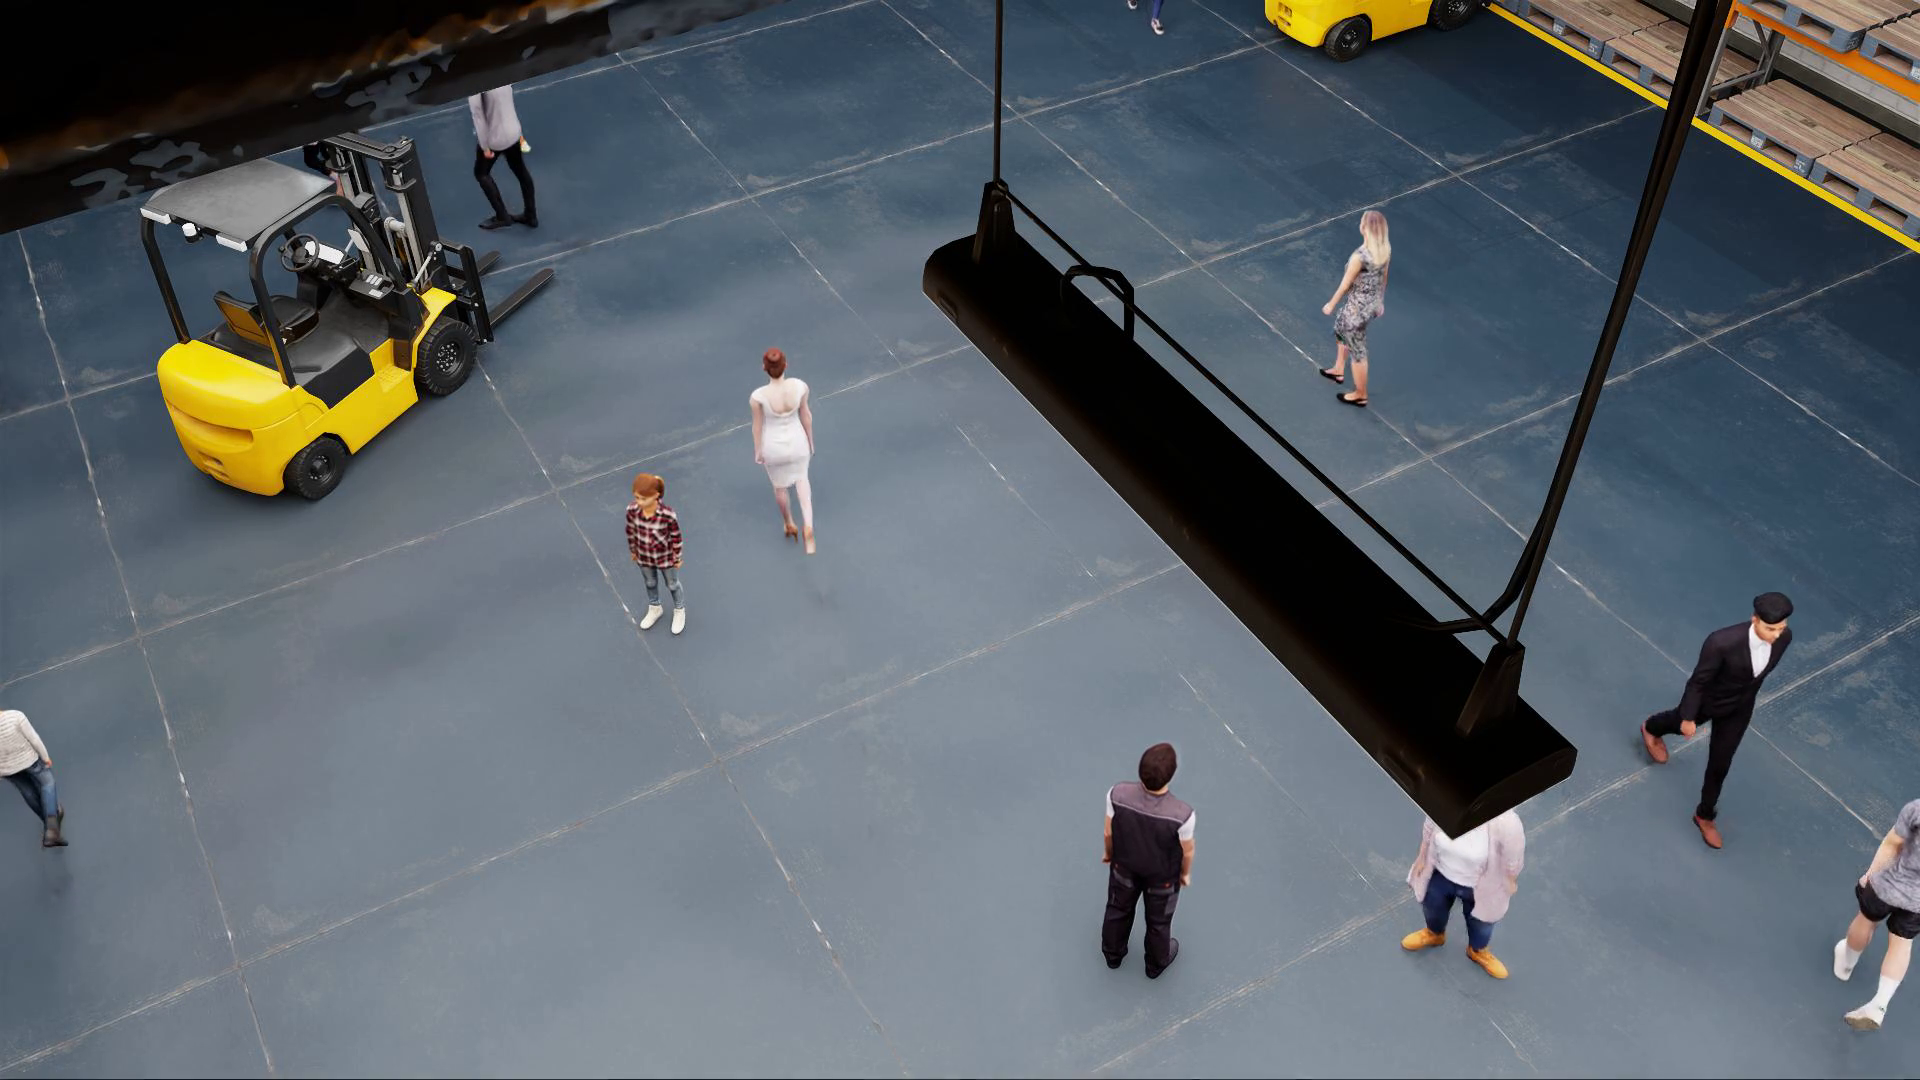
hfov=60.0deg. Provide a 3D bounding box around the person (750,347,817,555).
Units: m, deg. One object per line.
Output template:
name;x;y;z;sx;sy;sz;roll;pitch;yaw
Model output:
person;-1.181;-0.560;11.430;0.650;1.784;0.849;-14;45;-15

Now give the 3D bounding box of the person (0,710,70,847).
person;-5.525;1.362;9.759;0.550;1.305;0.746;-14;45;-14

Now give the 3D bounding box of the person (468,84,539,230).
person;-3.929;-3.532;14.460;0.933;1.907;0.903;19;47;19

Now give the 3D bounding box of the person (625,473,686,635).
person;-2.026;0.071;11.114;0.626;1.306;0.681;9;44;9

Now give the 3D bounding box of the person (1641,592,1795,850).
person;4.468;0.881;9.887;1.037;1.825;1.324;-6;44;-6

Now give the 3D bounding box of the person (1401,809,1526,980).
person;2.814;1.780;9.018;0.797;1.721;0.996;17;46;17

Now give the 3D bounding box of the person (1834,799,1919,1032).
person;5.019;1.910;8.793;1.044;1.844;1.051;16;46;17

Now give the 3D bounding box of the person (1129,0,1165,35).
person;2.021;-6.220;17.443;0.848;1.684;1.031;-6;44;-6

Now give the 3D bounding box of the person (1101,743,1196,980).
person;1.002;1.745;8.963;0.709;1.848;0.801;17;46;17

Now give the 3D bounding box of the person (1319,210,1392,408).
person;3.132;-1.702;12.704;0.819;1.681;0.678;34;53;30
